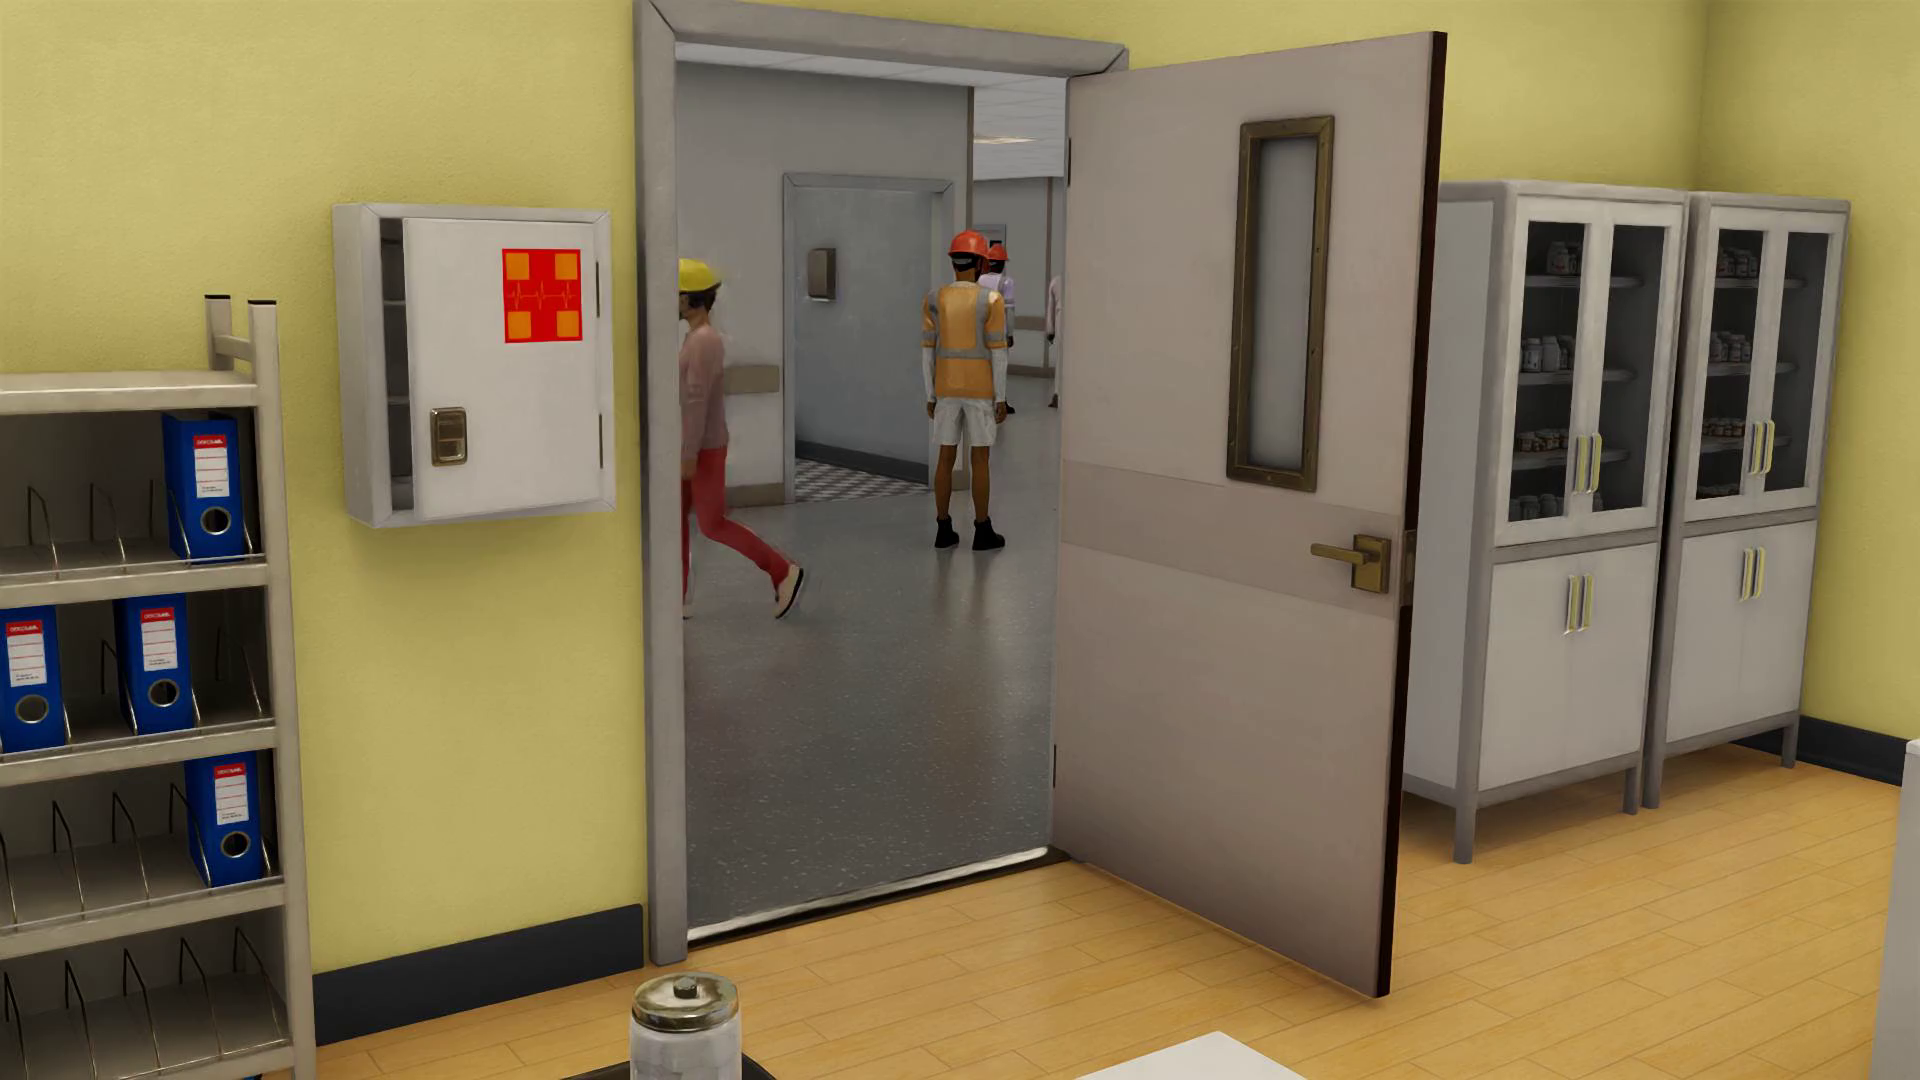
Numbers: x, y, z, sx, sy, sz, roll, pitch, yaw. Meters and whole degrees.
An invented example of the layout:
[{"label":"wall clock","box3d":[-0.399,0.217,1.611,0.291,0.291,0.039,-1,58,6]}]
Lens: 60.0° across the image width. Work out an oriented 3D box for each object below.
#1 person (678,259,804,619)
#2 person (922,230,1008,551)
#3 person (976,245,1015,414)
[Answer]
[{"label":"person","box3d":[-1.161,-0.456,7.883,0.759,1.738,0.524,-2,10,-15]},{"label":"person","box3d":[0.040,-0.900,10.079,0.543,1.929,0.372,5,10,23]},{"label":"person","box3d":[0.394,-2.417,19.147,0.547,1.938,0.379,6,11,30]}]
